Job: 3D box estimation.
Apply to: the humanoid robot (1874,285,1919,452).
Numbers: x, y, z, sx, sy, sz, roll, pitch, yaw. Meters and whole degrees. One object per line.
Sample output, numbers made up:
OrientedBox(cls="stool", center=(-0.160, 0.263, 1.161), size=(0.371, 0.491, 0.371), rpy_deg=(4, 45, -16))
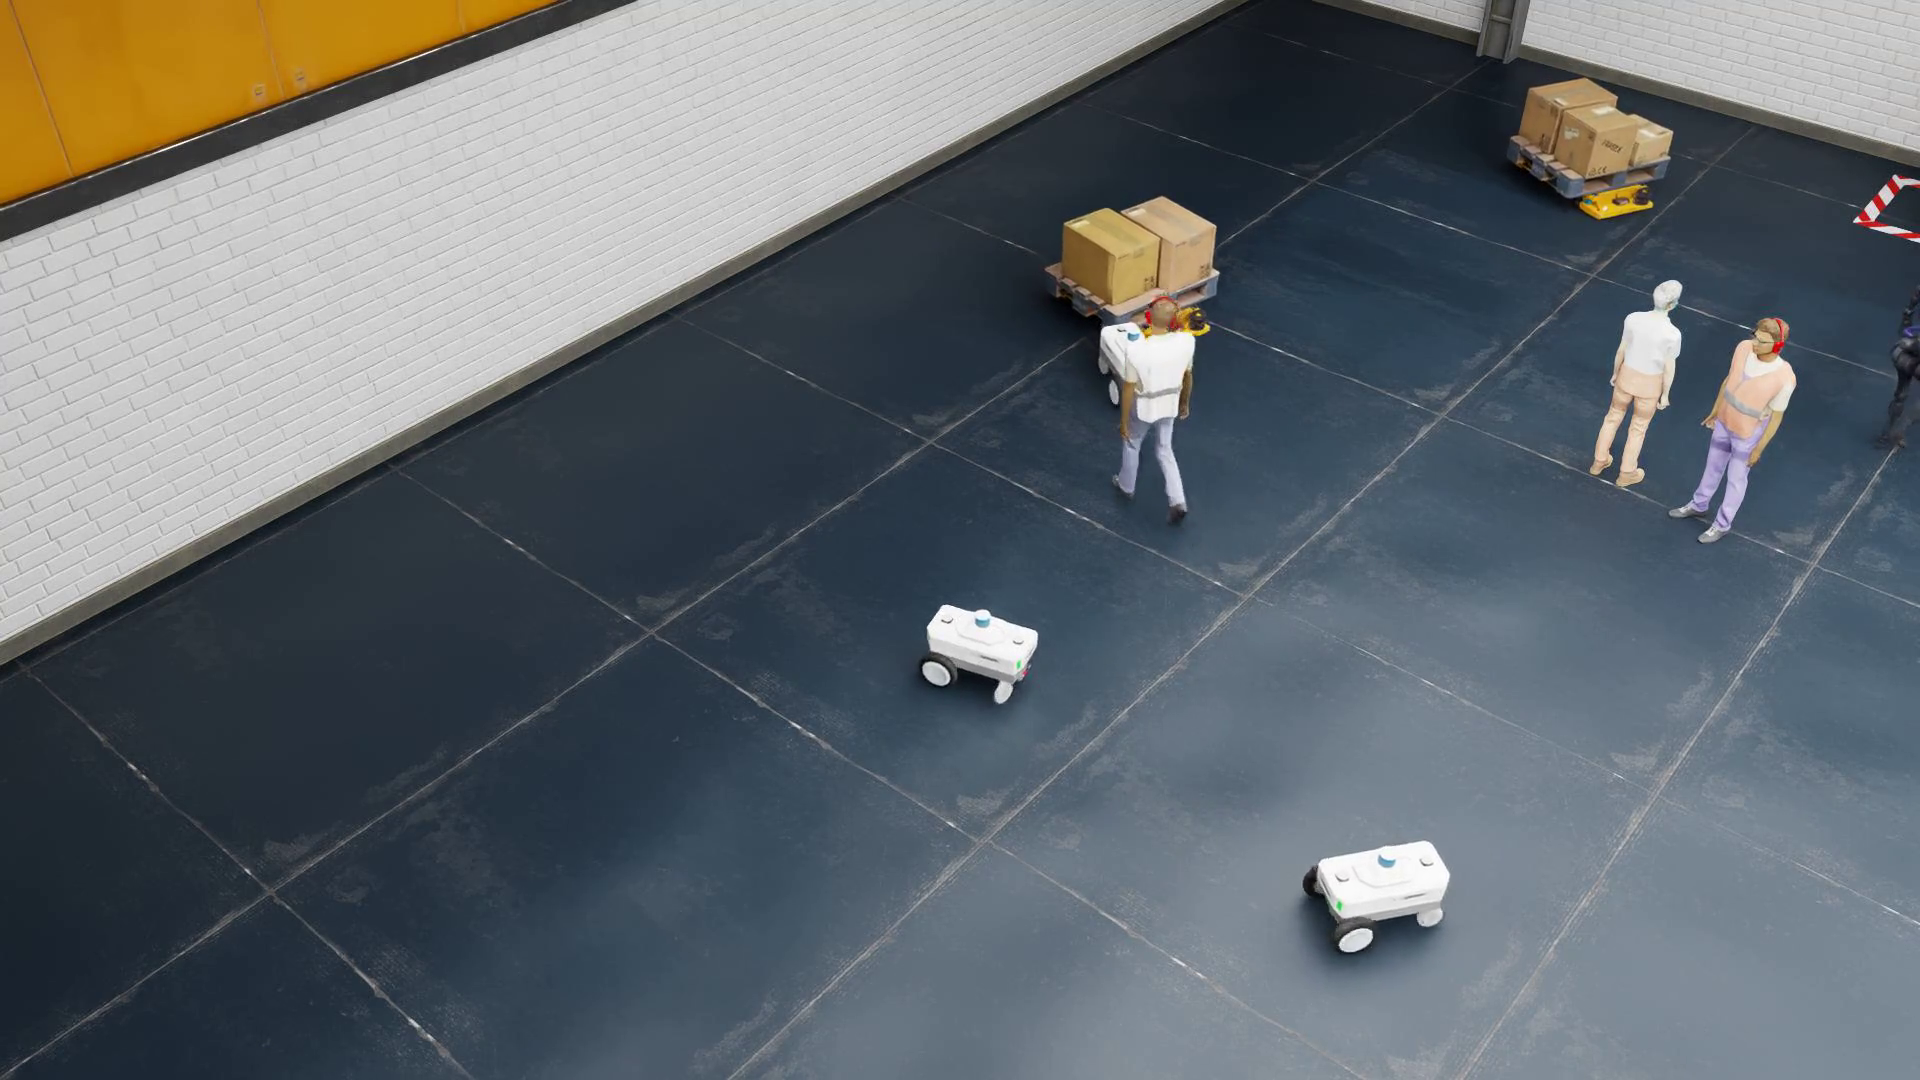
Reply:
OrientedBox(cls="humanoid robot", center=(7.511, -1.444, 12.972), size=(0.354, 1.649, 0.603), rpy_deg=(-17, 42, -20))

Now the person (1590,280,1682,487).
OrientedBox(cls="person", center=(5.153, -1.191, 12.587), size=(0.321, 1.747, 0.474), rpy_deg=(-30, 47, -32))

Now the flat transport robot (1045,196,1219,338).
OrientedBox(cls="flat transport robot", center=(1.519, -2.133, 14.935), size=(0.659, 0.231, 1.431), rpy_deg=(-25, 45, -28))

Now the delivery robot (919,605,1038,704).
OrientedBox(cls="delivery robot", center=(0.133, 0.722, 11.153), size=(0.737, 0.583, 0.521), rpy_deg=(16, 41, 19))

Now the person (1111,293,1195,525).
OrientedBox(cls="person", center=(1.452, -0.945, 12.235), size=(0.590, 1.808, 0.799), rpy_deg=(-15, 41, -18))

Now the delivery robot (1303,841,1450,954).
OrientedBox(cls="delivery robot", center=(2.407, 2.003, 9.577), size=(0.802, 0.600, 0.499), rpy_deg=(-8, 40, -10))

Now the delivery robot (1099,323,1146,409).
OrientedBox(cls="delivery robot", center=(1.437, -1.502, 13.904), size=(0.499, 0.570, 0.750), rpy_deg=(-11, 40, -13))

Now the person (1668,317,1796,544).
OrientedBox(cls="person", center=(5.650, -0.805, 12.027), size=(0.389, 1.847, 0.563), rpy_deg=(-11, 40, -14))

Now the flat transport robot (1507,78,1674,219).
OrientedBox(cls="flat transport robot", center=(6.295, -3.684, 16.860), size=(0.659, 0.231, 1.431), rpy_deg=(-14, 41, -17))
